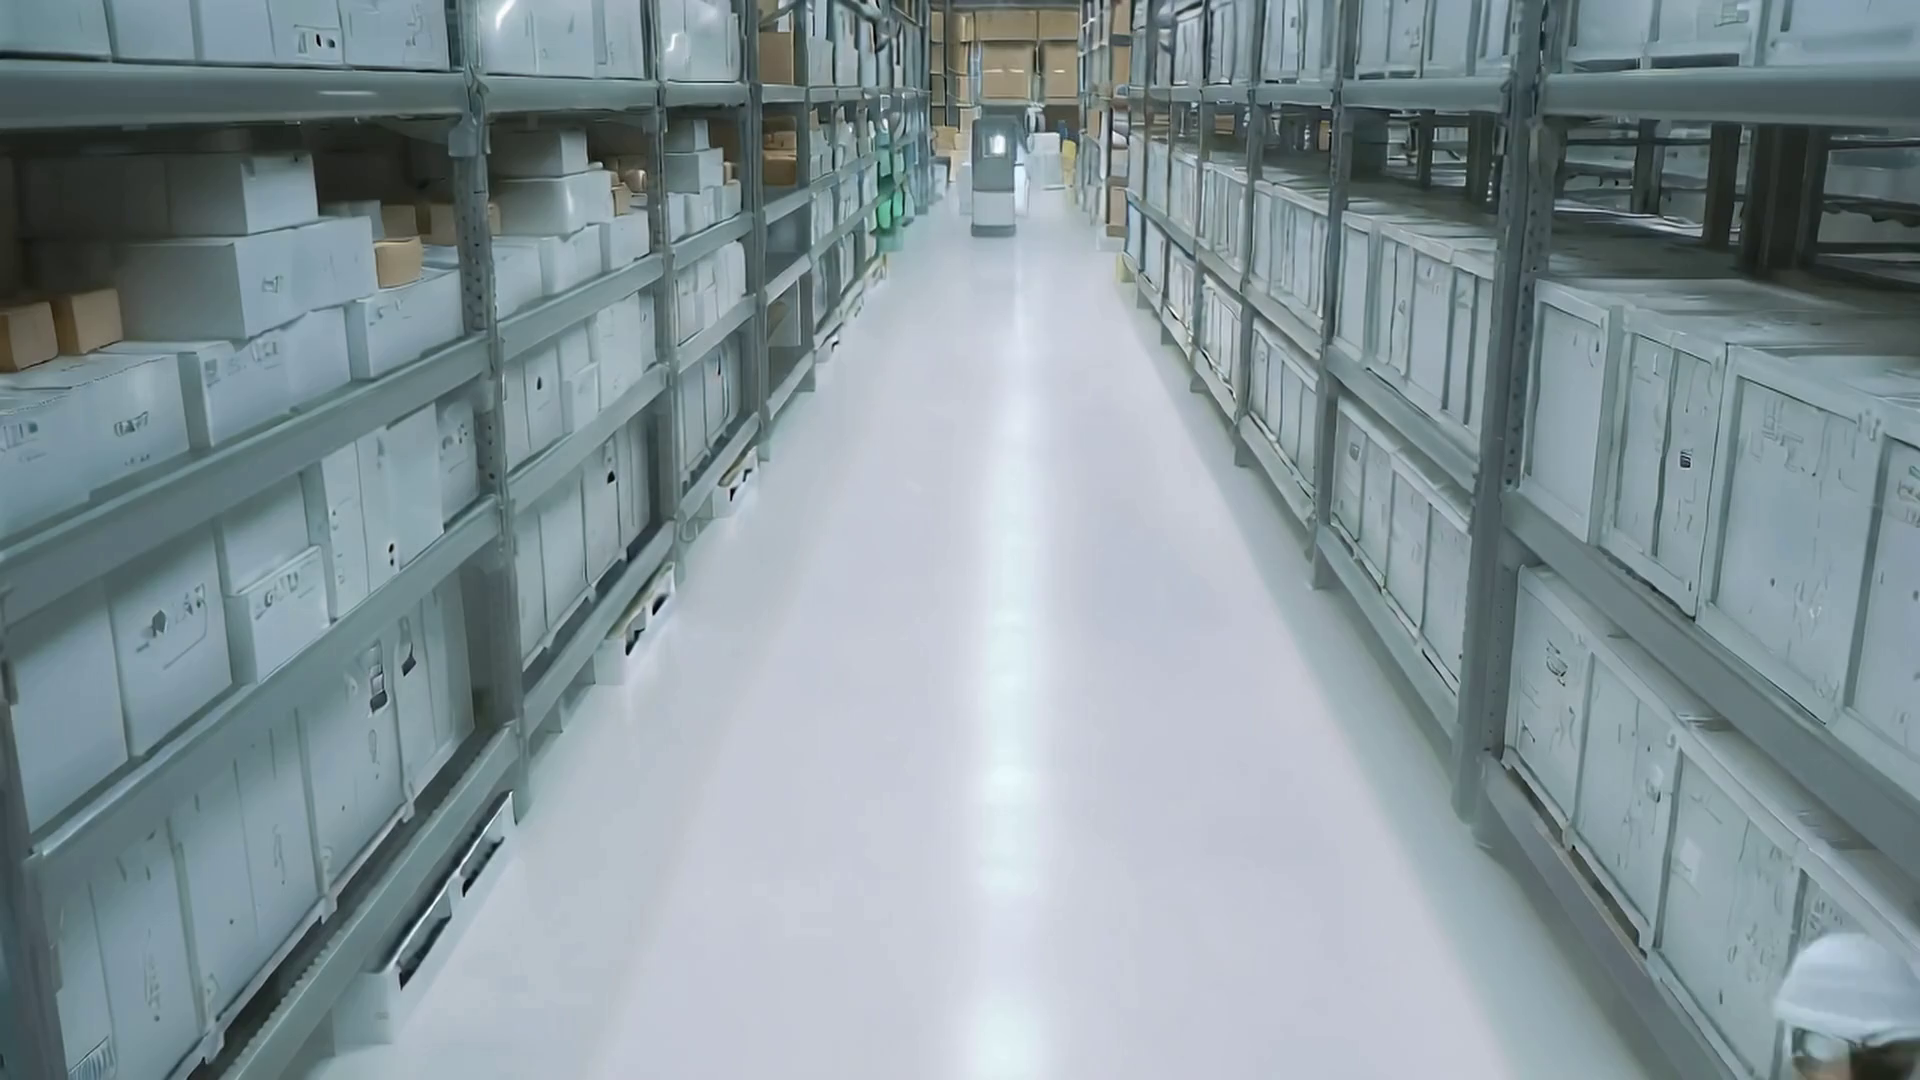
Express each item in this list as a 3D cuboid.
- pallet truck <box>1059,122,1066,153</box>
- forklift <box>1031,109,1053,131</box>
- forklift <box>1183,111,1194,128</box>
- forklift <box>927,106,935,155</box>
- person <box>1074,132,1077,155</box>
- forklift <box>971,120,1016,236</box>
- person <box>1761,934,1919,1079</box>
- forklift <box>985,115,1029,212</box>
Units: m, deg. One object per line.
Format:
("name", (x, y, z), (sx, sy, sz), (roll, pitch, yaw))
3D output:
("pallet truck", (5.788, -21.111, 88.014), (1.885, 1.965, 0.823), (5, 16, 18))
("forklift", (3.411, -16.597, 69.542), (1.129, 2.768, 1.873), (0, 15, 2))
("forklift", (8.184, -14.518, 61.808), (1.129, 2.768, 1.873), (0, 15, 1))
("forklift", (-1.956, -20.535, 84.195), (1.129, 2.768, 1.873), (-4, 15, -13))
("person", (5.978, -19.883, 83.693), (0.746, 1.873, 1.045), (13, 20, 40))
("forklift", (0.842, -9.038, 41.418), (1.129, 2.768, 1.873), (0, 15, 1))
("person", (1.721, 1.735, 3.153), (0.681, 1.938, 0.968), (-13, 20, -40))
("forklift", (1.228, -11.198, 49.456), (1.129, 2.768, 1.873), (-6, 16, -23))
